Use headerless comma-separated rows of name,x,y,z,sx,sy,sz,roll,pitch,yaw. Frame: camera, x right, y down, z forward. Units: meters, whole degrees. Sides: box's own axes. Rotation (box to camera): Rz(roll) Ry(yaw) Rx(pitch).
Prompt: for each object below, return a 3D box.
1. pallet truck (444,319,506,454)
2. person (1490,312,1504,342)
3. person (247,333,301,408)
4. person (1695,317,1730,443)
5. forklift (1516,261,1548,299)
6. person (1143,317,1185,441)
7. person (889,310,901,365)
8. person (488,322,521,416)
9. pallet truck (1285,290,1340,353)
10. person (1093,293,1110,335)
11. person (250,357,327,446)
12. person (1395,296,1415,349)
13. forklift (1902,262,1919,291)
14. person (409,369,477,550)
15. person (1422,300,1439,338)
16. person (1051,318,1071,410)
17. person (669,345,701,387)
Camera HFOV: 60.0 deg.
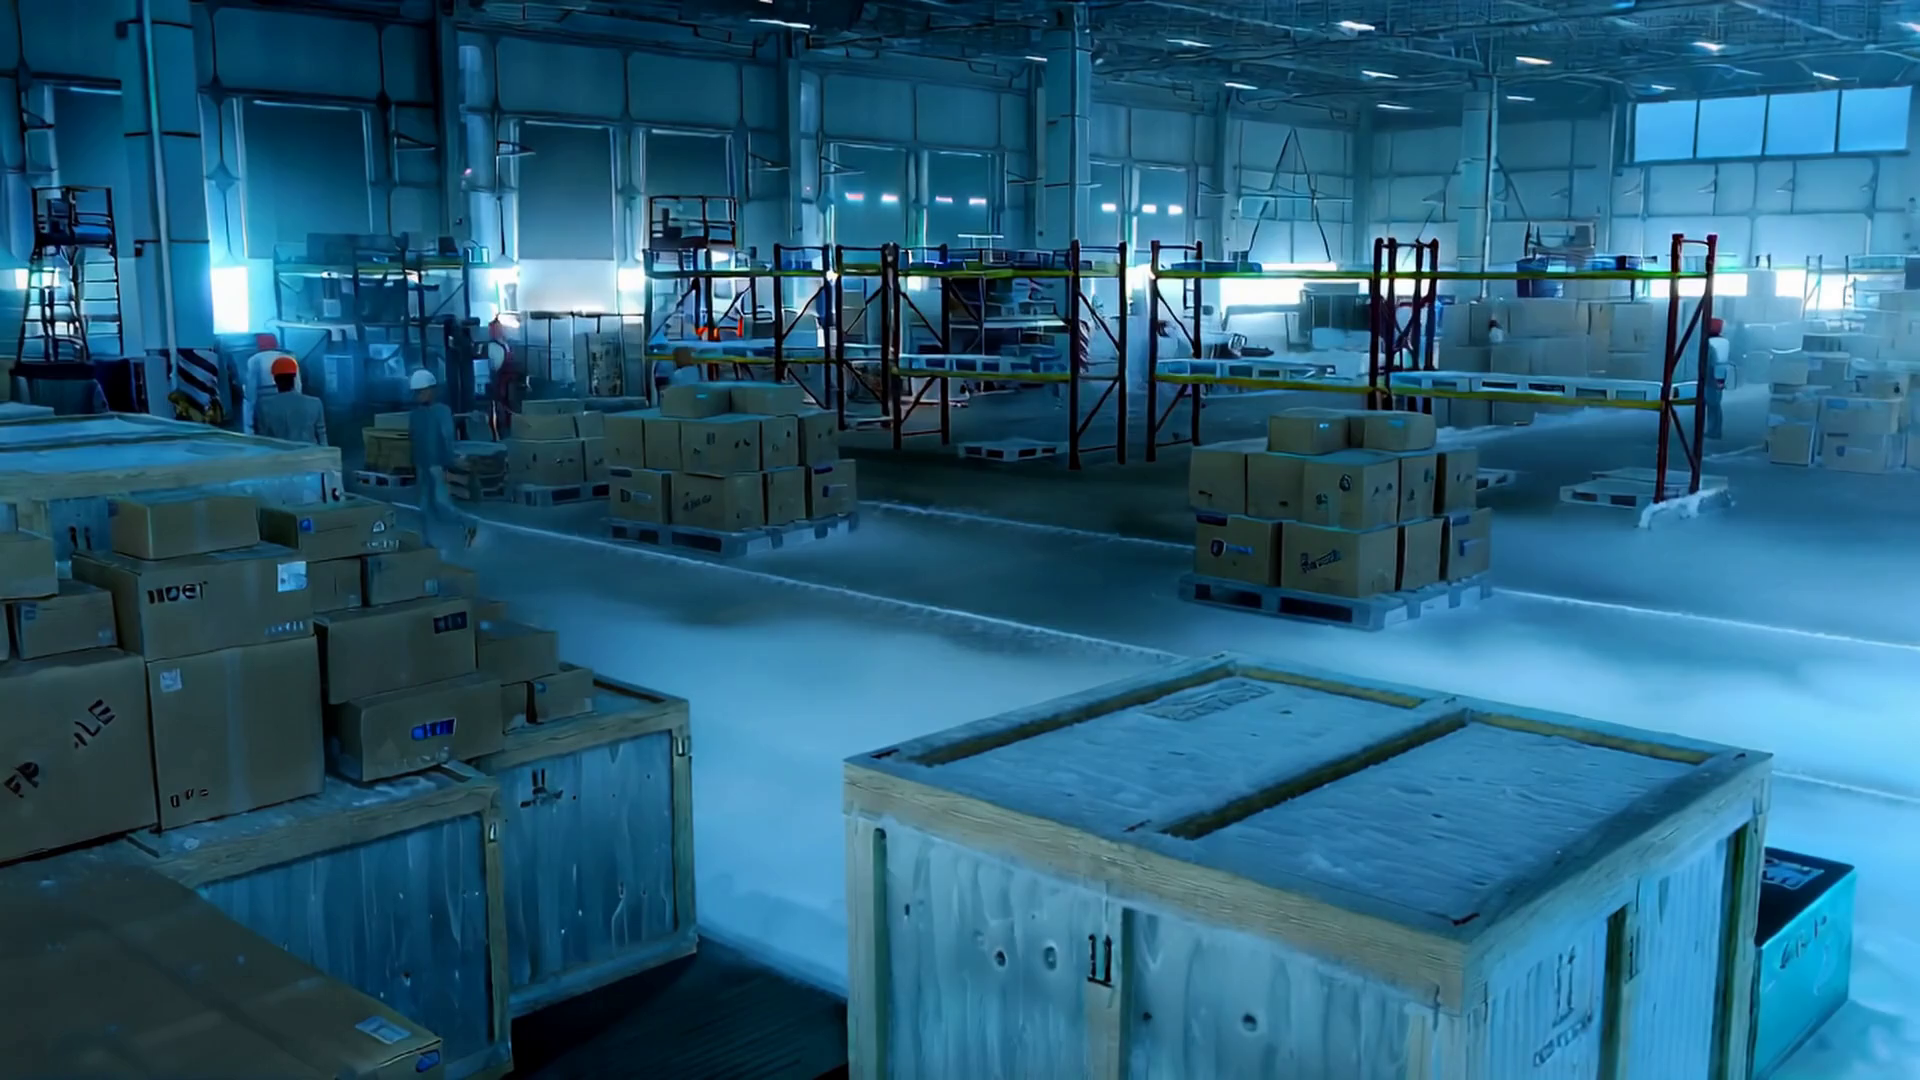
pallet truck,-6.981,-1.942,22.150,1.885,1.965,0.823,1,9,9
person,9.423,-3.097,29.573,1.016,1.879,0.561,8,12,41
person,-8.790,-1.731,21.358,0.624,1.837,0.430,-4,10,-21
person,11.560,-2.443,25.473,0.598,1.915,0.375,-9,13,-43
forklift,12.925,-4.937,37.812,1.873,2.768,1.129,9,13,43
person,3.156,-2.465,25.645,0.652,1.900,0.920,-4,10,-21
person,-1.708,-5.252,43.567,0.315,1.634,0.516,3,10,19
person,-7.265,-2.550,26.420,0.748,1.828,0.521,4,10,22
pallet truck,11.297,-6.951,52.861,1.885,1.965,0.823,-5,11,-29
person,4.361,-6.639,51.173,0.544,1.929,0.387,-1,9,-8
person,-5.688,-0.595,14.147,0.596,1.915,0.406,-4,10,-22
person,12.240,-5.760,45.804,0.675,1.918,0.639,-8,12,-42
forklift,22.655,-5.227,39.591,1.873,2.768,1.129,9,13,43
person,-4.802,-0.697,15.287,0.532,1.756,0.511,6,11,33
person,14.628,-6.692,51.791,0.572,1.836,1.003,-3,10,-16
person,1.953,-3.330,31.463,0.485,1.737,0.320,2,9,10
person,-3.494,-1.662,21.383,0.631,1.681,0.541,7,12,36
